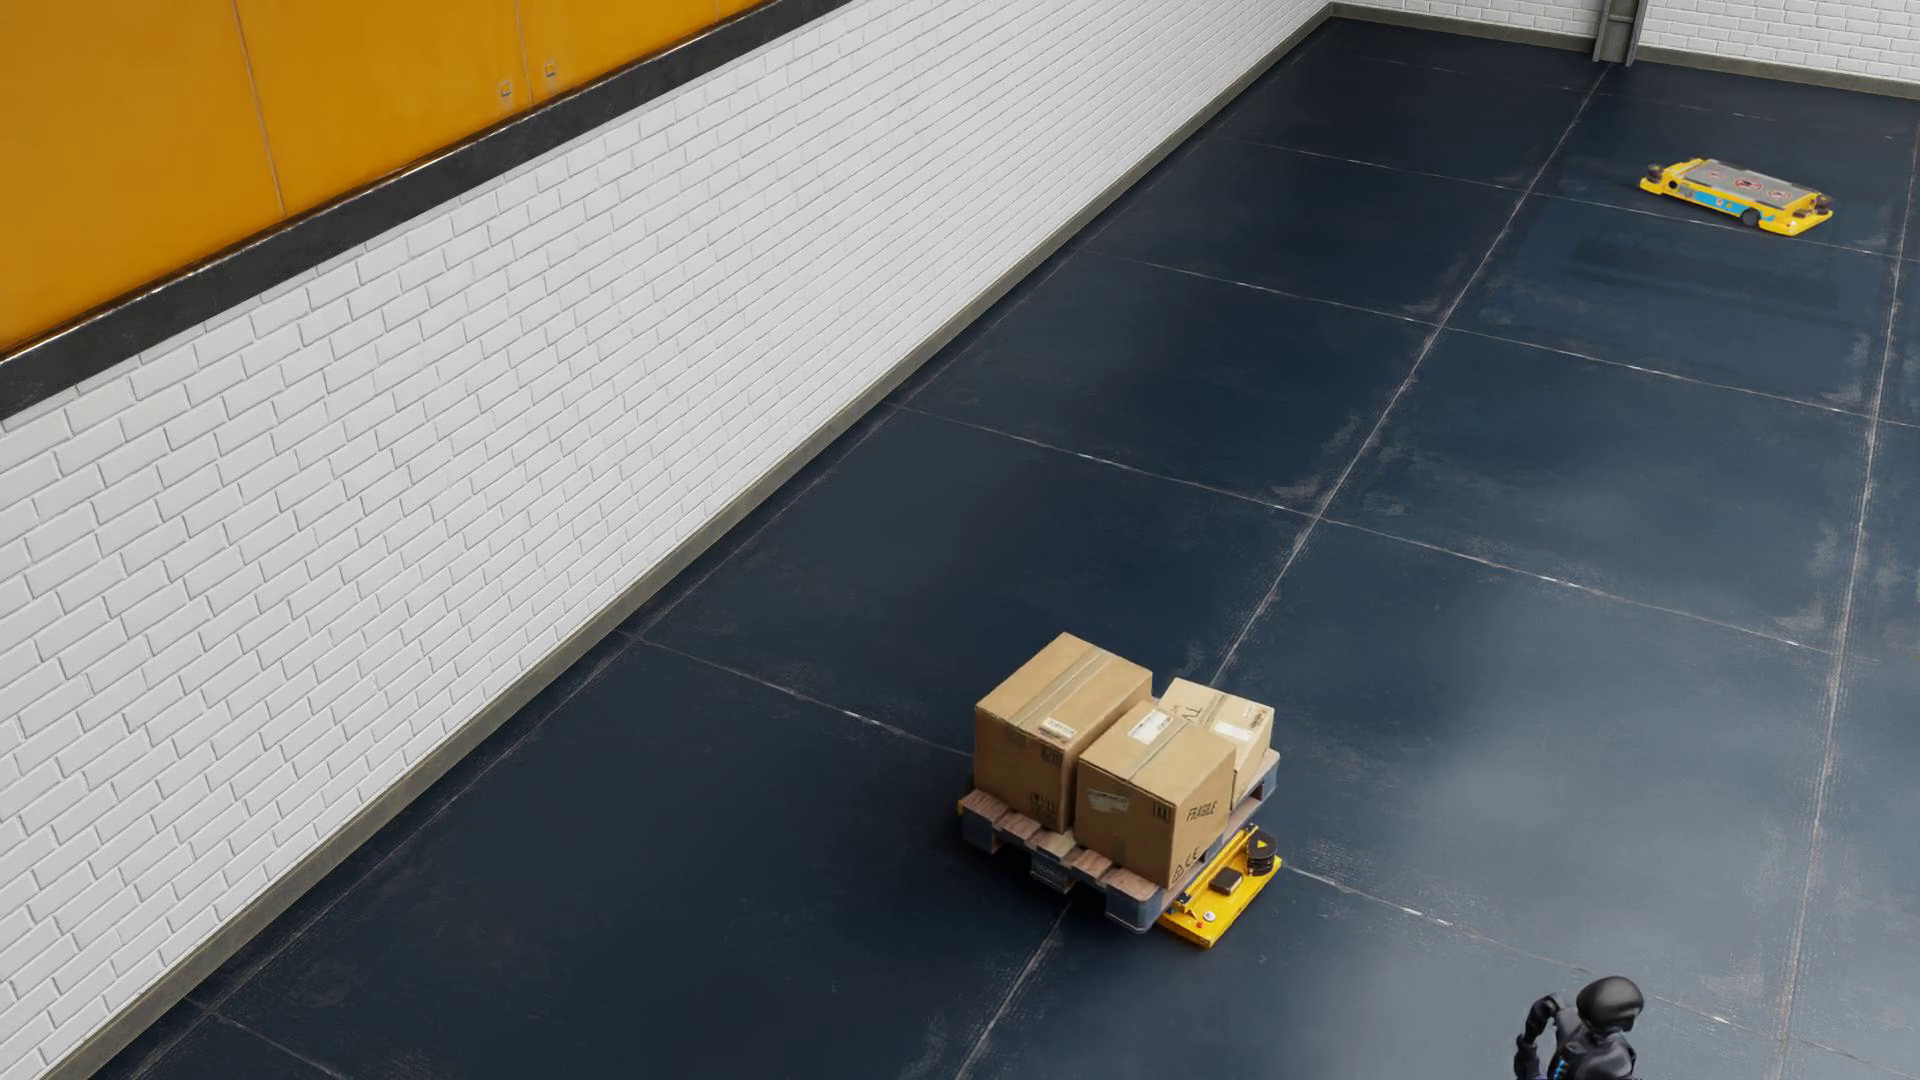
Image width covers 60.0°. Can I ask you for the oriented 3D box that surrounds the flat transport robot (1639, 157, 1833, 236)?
[{"bbox_3d":[6.742,-3.010,14.455,0.659,0.231,1.431,-25,41,-32],"label":"flat transport robot"}]

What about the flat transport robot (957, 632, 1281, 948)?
[{"bbox_3d":[0.747,1.374,7.933,1.431,0.231,0.659,24,40,31],"label":"flat transport robot"}]

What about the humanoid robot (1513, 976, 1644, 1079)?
[{"bbox_3d":[2.048,2.044,5.672,0.367,1.654,0.600,-15,37,-21],"label":"humanoid robot"}]
